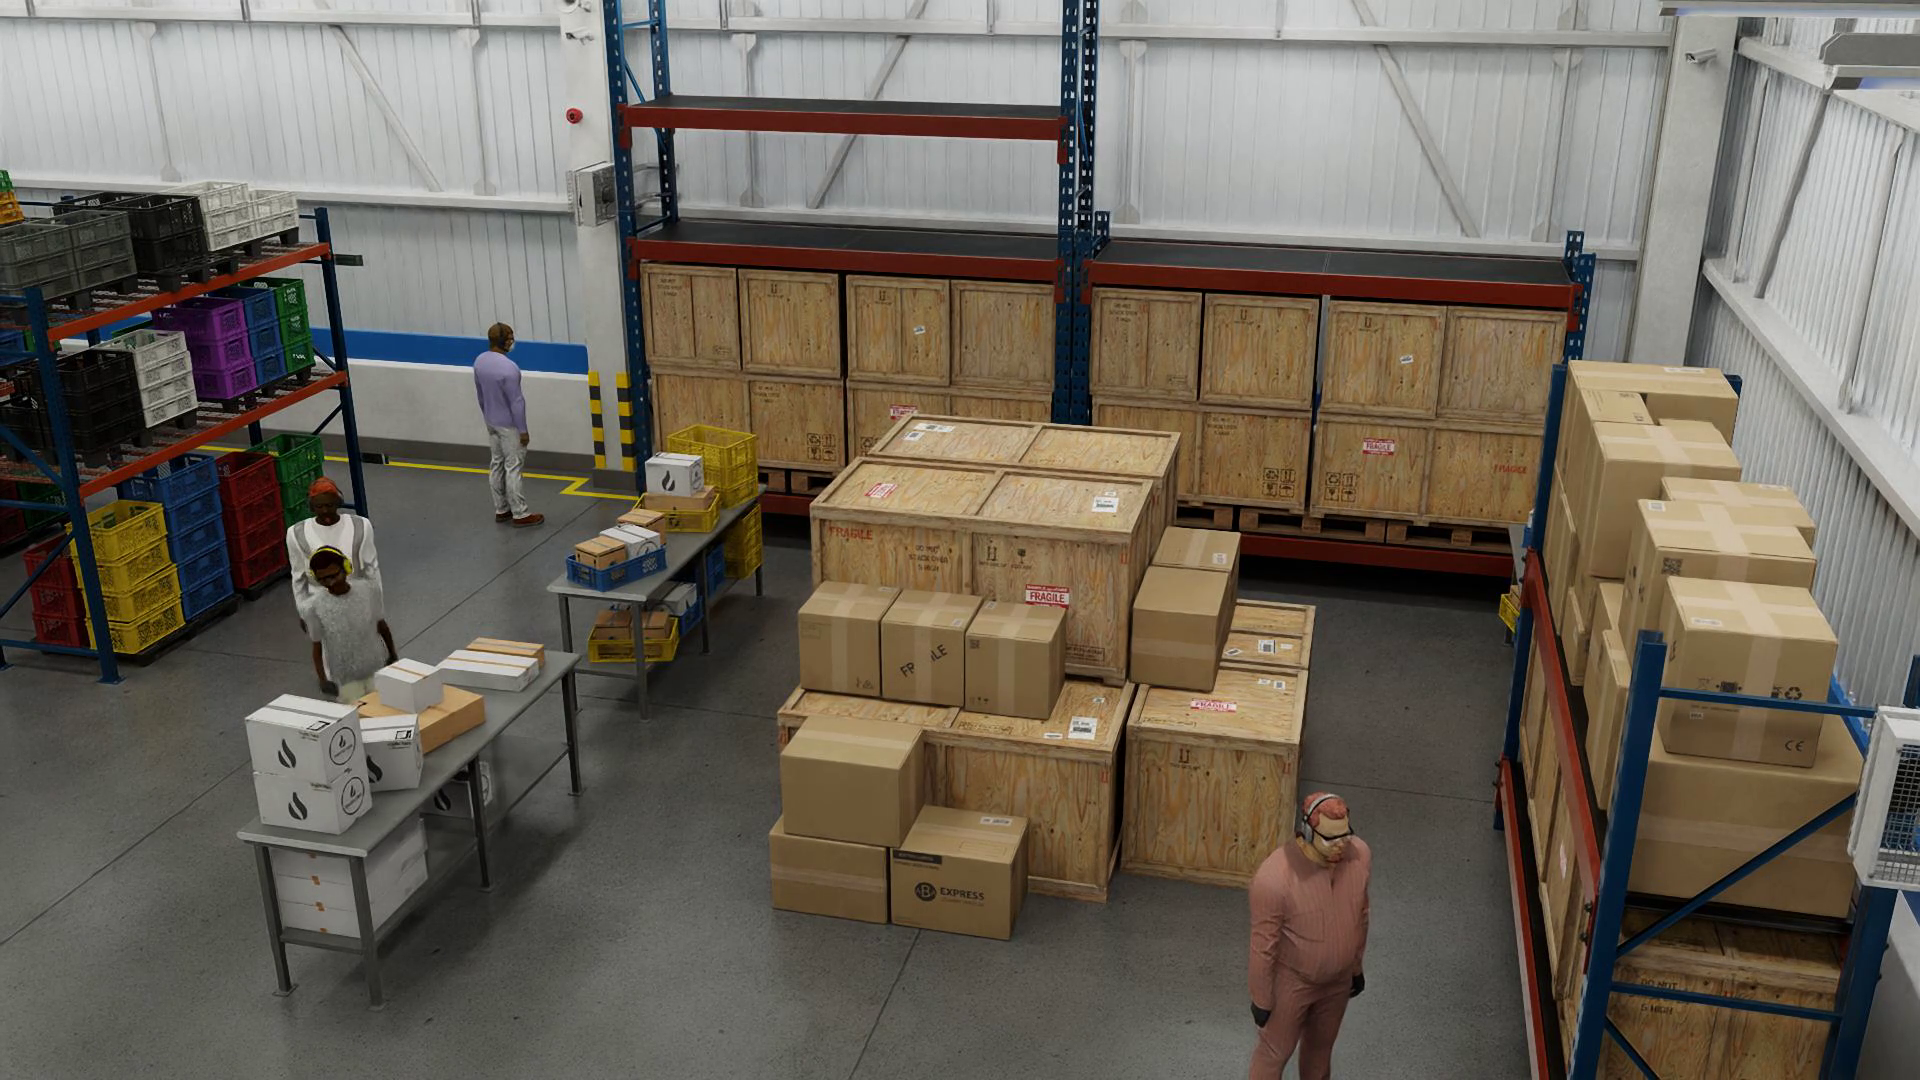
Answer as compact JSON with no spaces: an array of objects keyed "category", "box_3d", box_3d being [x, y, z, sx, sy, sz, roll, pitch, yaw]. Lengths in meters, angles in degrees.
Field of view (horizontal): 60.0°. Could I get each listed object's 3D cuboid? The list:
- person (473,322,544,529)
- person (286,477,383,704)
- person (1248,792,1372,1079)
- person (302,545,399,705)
[{"category":"person","box_3d":[-4.231,-1.070,15.496,0.627,1.934,0.370,18,27,38]},{"category":"person","box_3d":[-4.318,0.454,11.594,0.578,1.875,0.343,-8,22,-20]},{"category":"person","box_3d":[1.592,1.985,7.561,0.645,1.898,0.398,-10,23,-25]},{"category":"person","box_3d":[-3.805,0.867,10.558,0.567,1.834,0.469,-16,26,-35]}]
